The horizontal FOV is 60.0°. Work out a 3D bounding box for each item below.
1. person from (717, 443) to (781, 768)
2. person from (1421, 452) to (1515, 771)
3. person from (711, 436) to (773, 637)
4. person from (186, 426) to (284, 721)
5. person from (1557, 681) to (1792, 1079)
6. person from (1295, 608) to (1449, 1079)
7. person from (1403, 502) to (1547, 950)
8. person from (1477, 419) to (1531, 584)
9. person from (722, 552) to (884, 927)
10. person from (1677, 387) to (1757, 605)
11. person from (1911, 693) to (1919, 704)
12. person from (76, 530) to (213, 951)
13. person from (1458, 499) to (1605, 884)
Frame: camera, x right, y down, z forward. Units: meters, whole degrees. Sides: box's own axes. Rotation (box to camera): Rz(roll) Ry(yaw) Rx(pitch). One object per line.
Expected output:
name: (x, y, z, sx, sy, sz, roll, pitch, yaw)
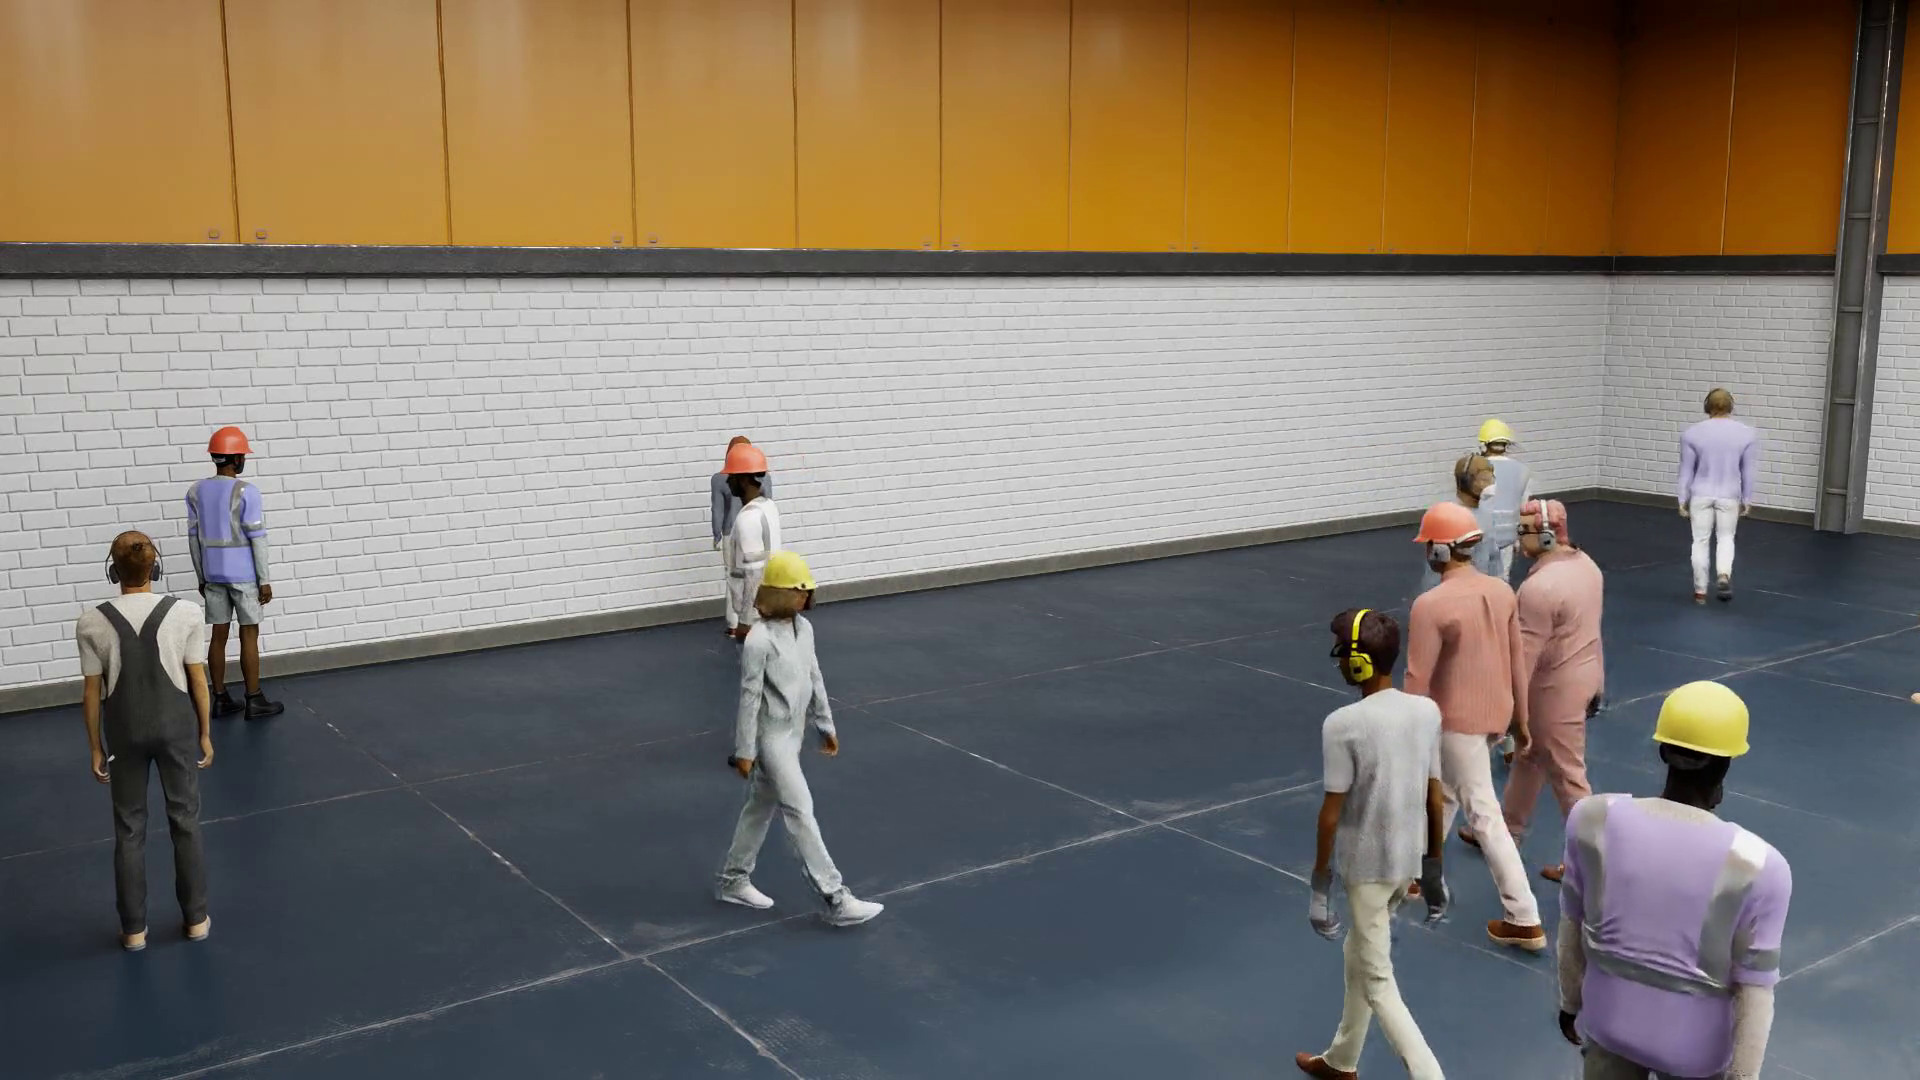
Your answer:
person: (-1.247, 0.389, 9.907, 0.373, 1.934, 0.551, 1, 9, 7)
person: (3.067, 0.414, 9.947, 1.057, 1.870, 0.635, 6, 11, 35)
person: (-1.749, -0.027, 13.404, 0.497, 1.633, 0.287, -2, 9, -10)
person: (-4.773, 0.219, 10.955, 0.551, 1.934, 0.373, 2, 9, 14)
person: (1.844, 1.302, 4.429, 0.607, 1.892, 0.931, 7, 12, 38)
person: (1.453, 1.142, 5.631, 0.539, 1.831, 0.907, -5, 11, -30)
person: (2.258, 0.801, 7.426, 0.642, 1.929, 1.042, -7, 11, -36)
person: (4.064, -0.027, 12.839, 0.615, 1.811, 0.517, -2, 9, -11)
person: (-0.743, 0.892, 7.518, 0.890, 1.688, 0.508, 4, 10, 22)
person: (6.628, -0.373, 14.618, 0.639, 1.928, 0.498, 3, 10, 17)
person: (6.745, 0.227, 11.213, 0.624, 1.840, 0.429, -4, 10, -25)
person: (-3.533, 0.871, 7.257, 0.501, 1.839, 0.341, -4, 10, -21)
person: (2.748, 0.725, 8.041, 0.915, 1.864, 0.660, 8, 12, 39)
